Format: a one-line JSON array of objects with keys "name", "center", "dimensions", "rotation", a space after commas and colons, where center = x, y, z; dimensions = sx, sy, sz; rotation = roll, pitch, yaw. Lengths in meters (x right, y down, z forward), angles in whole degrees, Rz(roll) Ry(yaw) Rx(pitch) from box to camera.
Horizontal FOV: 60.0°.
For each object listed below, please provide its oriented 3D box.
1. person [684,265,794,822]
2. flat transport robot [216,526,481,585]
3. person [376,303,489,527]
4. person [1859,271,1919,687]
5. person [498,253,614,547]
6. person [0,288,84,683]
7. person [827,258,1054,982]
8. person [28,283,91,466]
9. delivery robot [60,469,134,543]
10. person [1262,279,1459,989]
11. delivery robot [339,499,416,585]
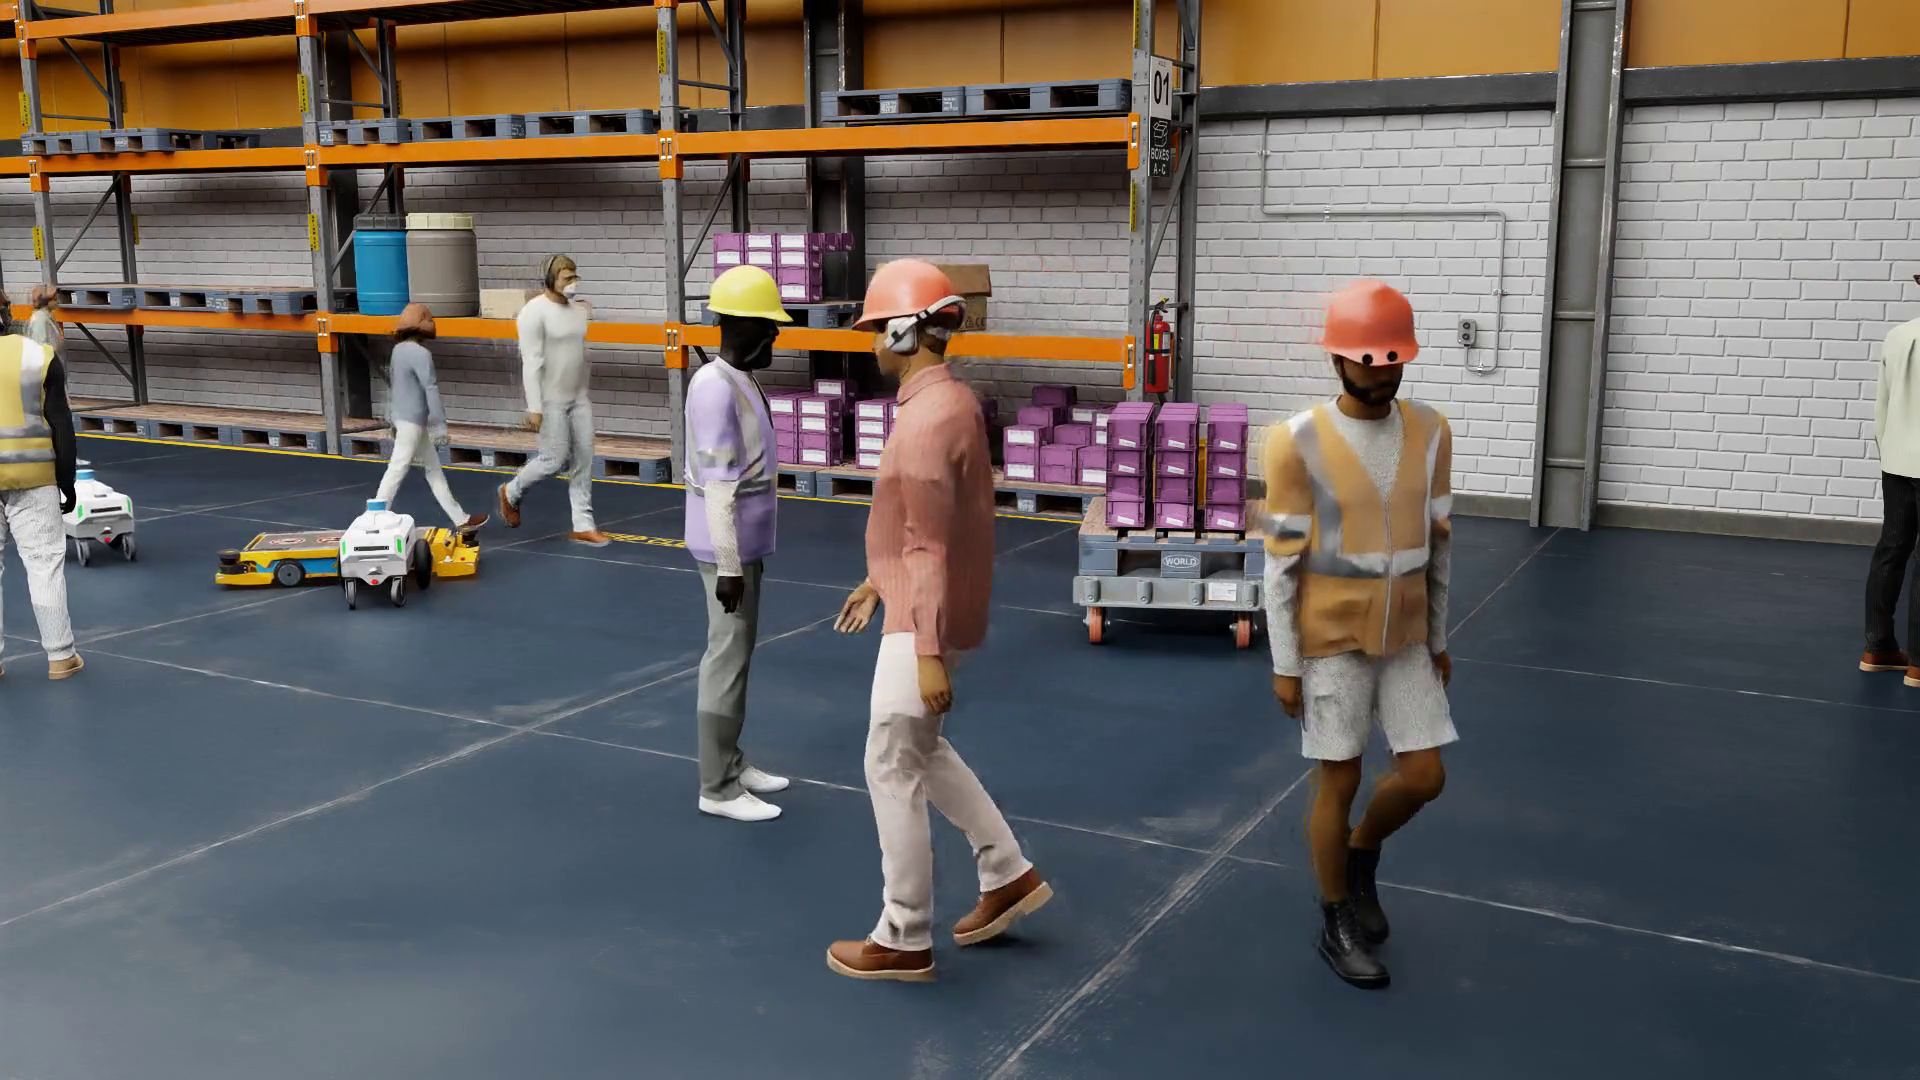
[{"name": "person", "center": [-0.762, 0.011, 5.832], "dimensions": [0.386, 1.922, 0.594], "rotation": [0, 10, 0]}, {"name": "flat transport robot", "center": [-3.635, 0.083, 9.971], "dimensions": [1.431, 0.197, 0.652], "rotation": [-2, 11, -13]}, {"name": "person", "center": [-3.545, -0.762, 10.982], "dimensions": [0.863, 1.575, 0.607], "rotation": [-7, 13, -35]}, {"name": "person", "center": [4.395, -0.333, 7.527], "dimensions": [0.384, 1.994, 0.613], "rotation": [-2, 10, -9]}, {"name": "person", "center": [-2.667, -0.904, 10.863], "dimensions": [0.728, 1.916, 0.655], "rotation": [5, 11, 25]}, {"name": "person", "center": [-4.332, -0.254, 7.531], "dimensions": [0.622, 1.839, 0.429], "rotation": [-5, 11, -23]}, {"name": "person", "center": [-0.070, 0.213, 4.606], "dimensions": [0.637, 1.963, 0.626], "rotation": [2, 10, 9]}, {"name": "person", "center": [-8.016, -1.428, 14.533], "dimensions": [0.542, 1.618, 0.519], "rotation": [-3, 11, -15]}, {"name": "delivery robot", "center": [-5.506, -0.201, 10.493], "dimensions": [0.477, 0.478, 0.707], "rotation": [-10, 15, -44]}, {"name": "person", "center": [1.084, 0.265, 4.461], "dimensions": [0.569, 1.914, 0.421], "rotation": [-3, 11, -15]}, {"name": "delivery robot", "center": [-3.257, 0.013, 9.318], "dimensions": [0.477, 0.478, 0.707], "rotation": [-2, 11, -13]}]
